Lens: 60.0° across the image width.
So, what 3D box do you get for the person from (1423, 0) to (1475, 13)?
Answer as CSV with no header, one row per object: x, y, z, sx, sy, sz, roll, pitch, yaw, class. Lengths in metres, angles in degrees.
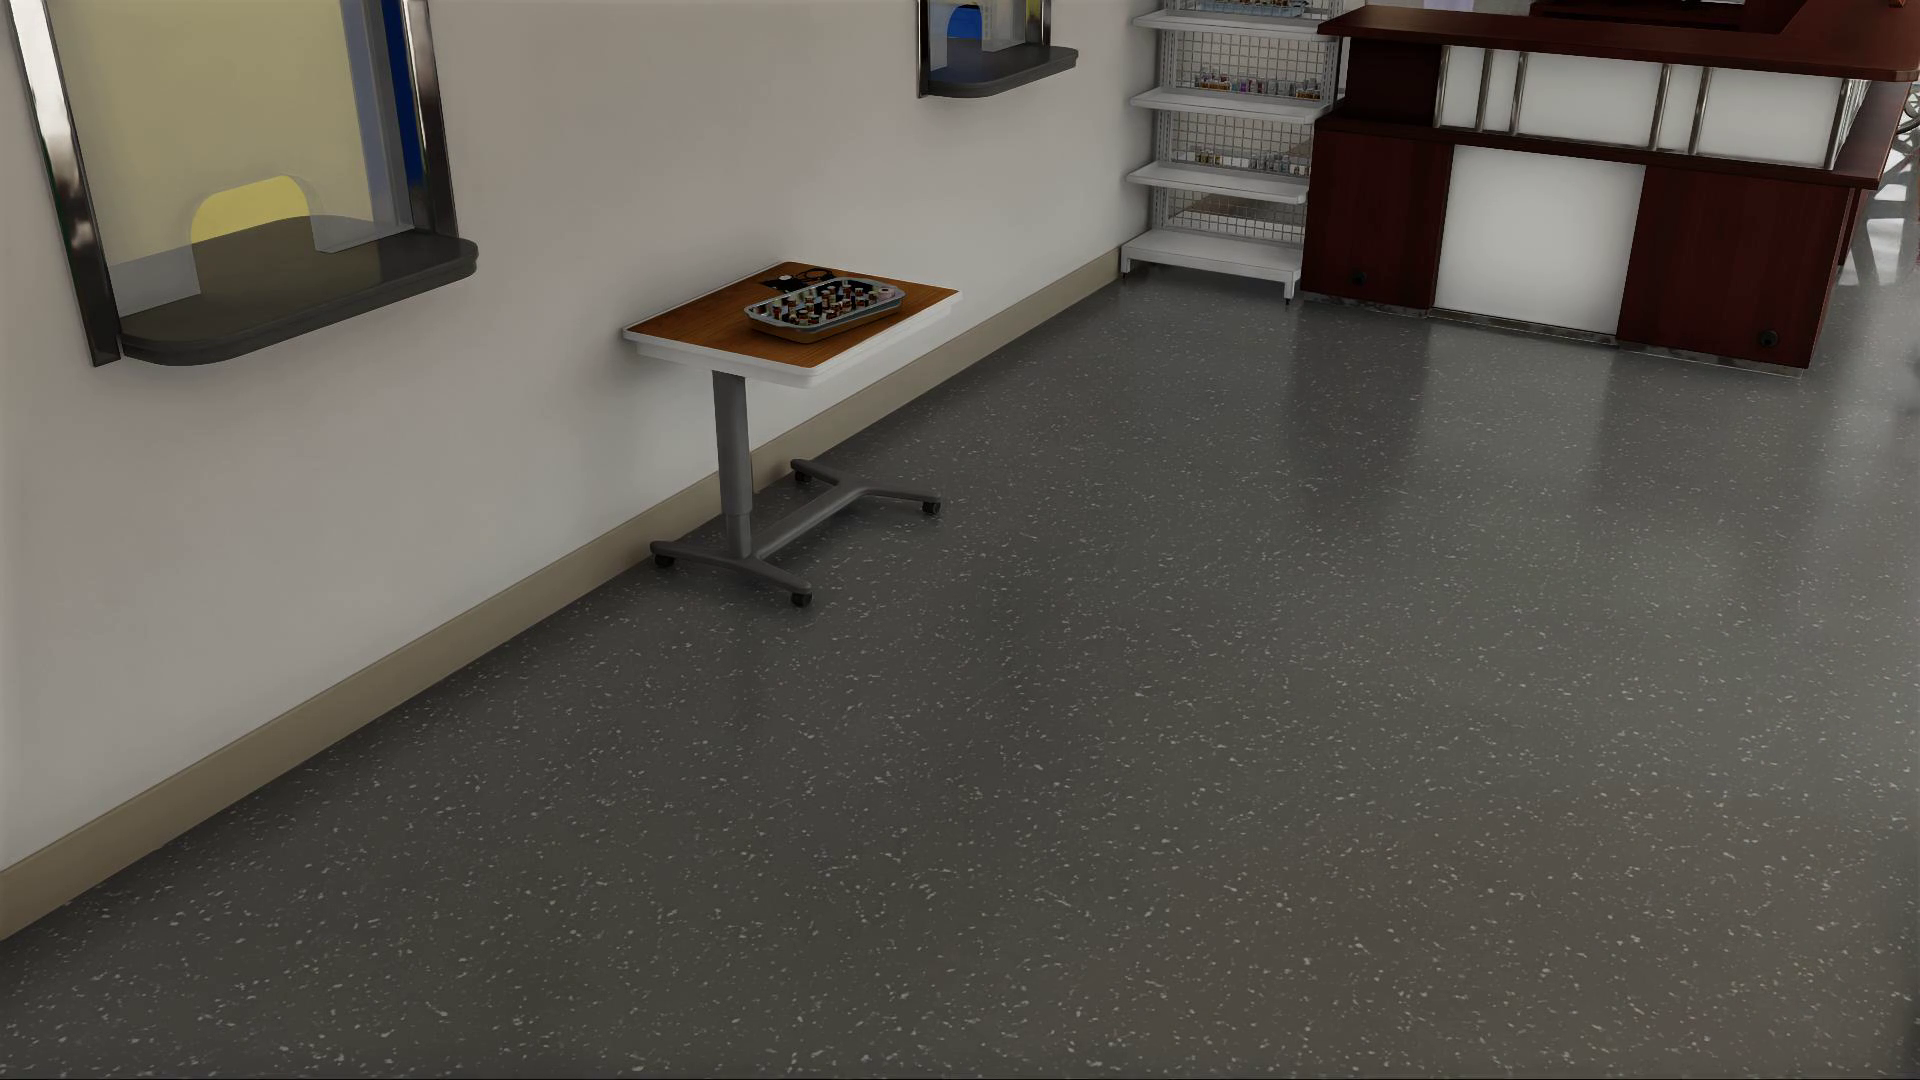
3.628,-4.228,12.267,0.782,1.926,0.771,-19,32,-34,person
